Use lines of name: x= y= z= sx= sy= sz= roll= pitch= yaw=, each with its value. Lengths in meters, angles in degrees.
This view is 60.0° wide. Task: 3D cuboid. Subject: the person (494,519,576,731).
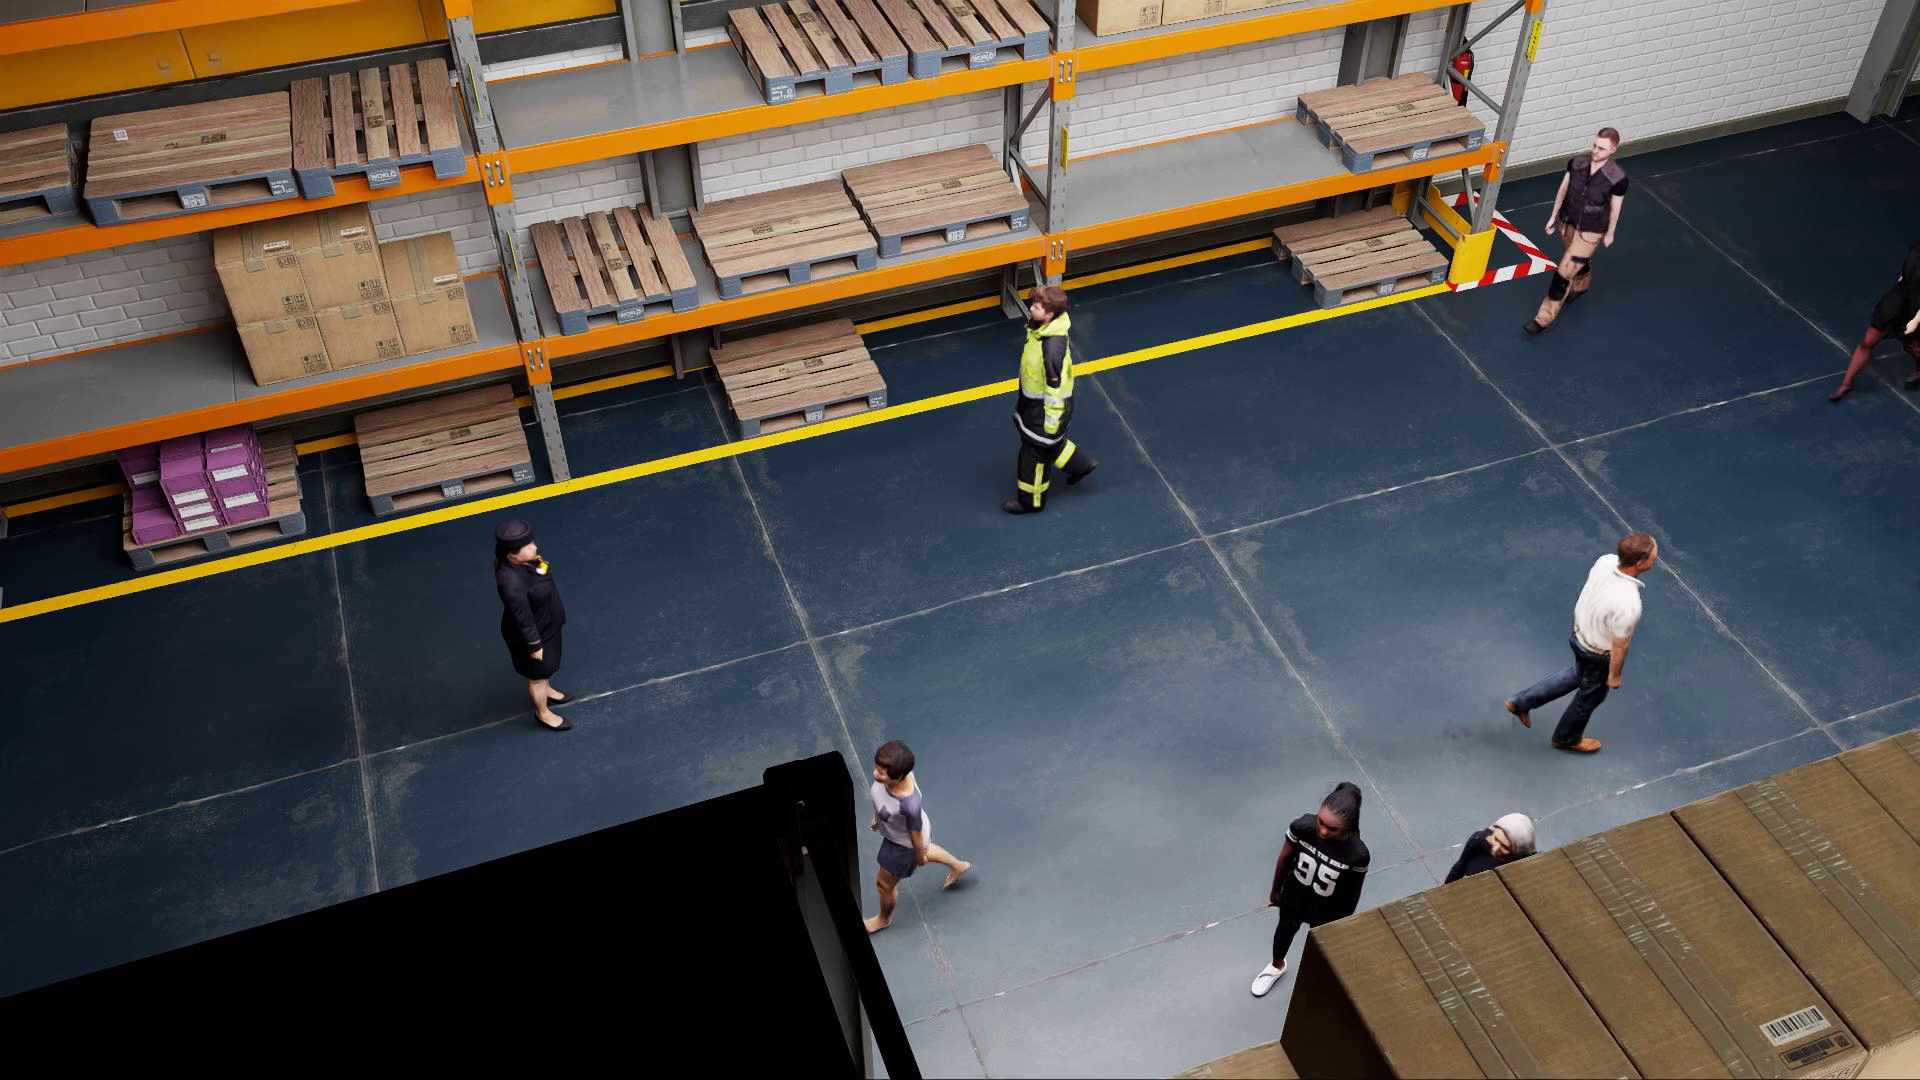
person: x=-2.671 y=0.528 z=10.388 sx=0.716 sy=1.671 sz=0.764 roll=-4 pitch=44 yaw=-4

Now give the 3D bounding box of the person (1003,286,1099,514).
person: x=0.683 y=-0.990 z=11.766 sx=1.052 sy=1.968 sz=0.918 roll=-3 pitch=44 yaw=-3

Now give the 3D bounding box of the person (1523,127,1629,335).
person: x=5.139 y=-2.579 z=13.572 sx=1.279 sy=1.779 sz=0.893 roll=-27 pitch=50 yaw=-26

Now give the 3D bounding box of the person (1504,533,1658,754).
person: x=3.782 y=0.646 z=10.142 sx=1.010 sy=1.840 sz=0.865 roll=2 pitch=44 yaw=2

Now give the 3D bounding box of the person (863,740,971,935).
person: x=-0.251 y=1.616 z=9.344 sx=0.966 sy=1.536 sz=0.562 roll=-13 pitch=45 yaw=-13

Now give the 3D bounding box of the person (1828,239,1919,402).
person: x=7.370 y=-1.765 z=12.799 sx=1.079 sy=1.665 sz=0.586 roll=-14 pitch=45 yaw=-14

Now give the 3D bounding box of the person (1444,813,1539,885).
person: x=2.836 y=1.963 z=8.857 sx=1.219 sy=1.706 sz=0.873 roll=-29 pitch=51 yaw=-27

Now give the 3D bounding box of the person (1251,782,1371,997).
person: x=1.892 y=1.921 z=8.882 sx=0.713 sy=1.731 sz=0.755 roll=23 pitch=48 yaw=22
